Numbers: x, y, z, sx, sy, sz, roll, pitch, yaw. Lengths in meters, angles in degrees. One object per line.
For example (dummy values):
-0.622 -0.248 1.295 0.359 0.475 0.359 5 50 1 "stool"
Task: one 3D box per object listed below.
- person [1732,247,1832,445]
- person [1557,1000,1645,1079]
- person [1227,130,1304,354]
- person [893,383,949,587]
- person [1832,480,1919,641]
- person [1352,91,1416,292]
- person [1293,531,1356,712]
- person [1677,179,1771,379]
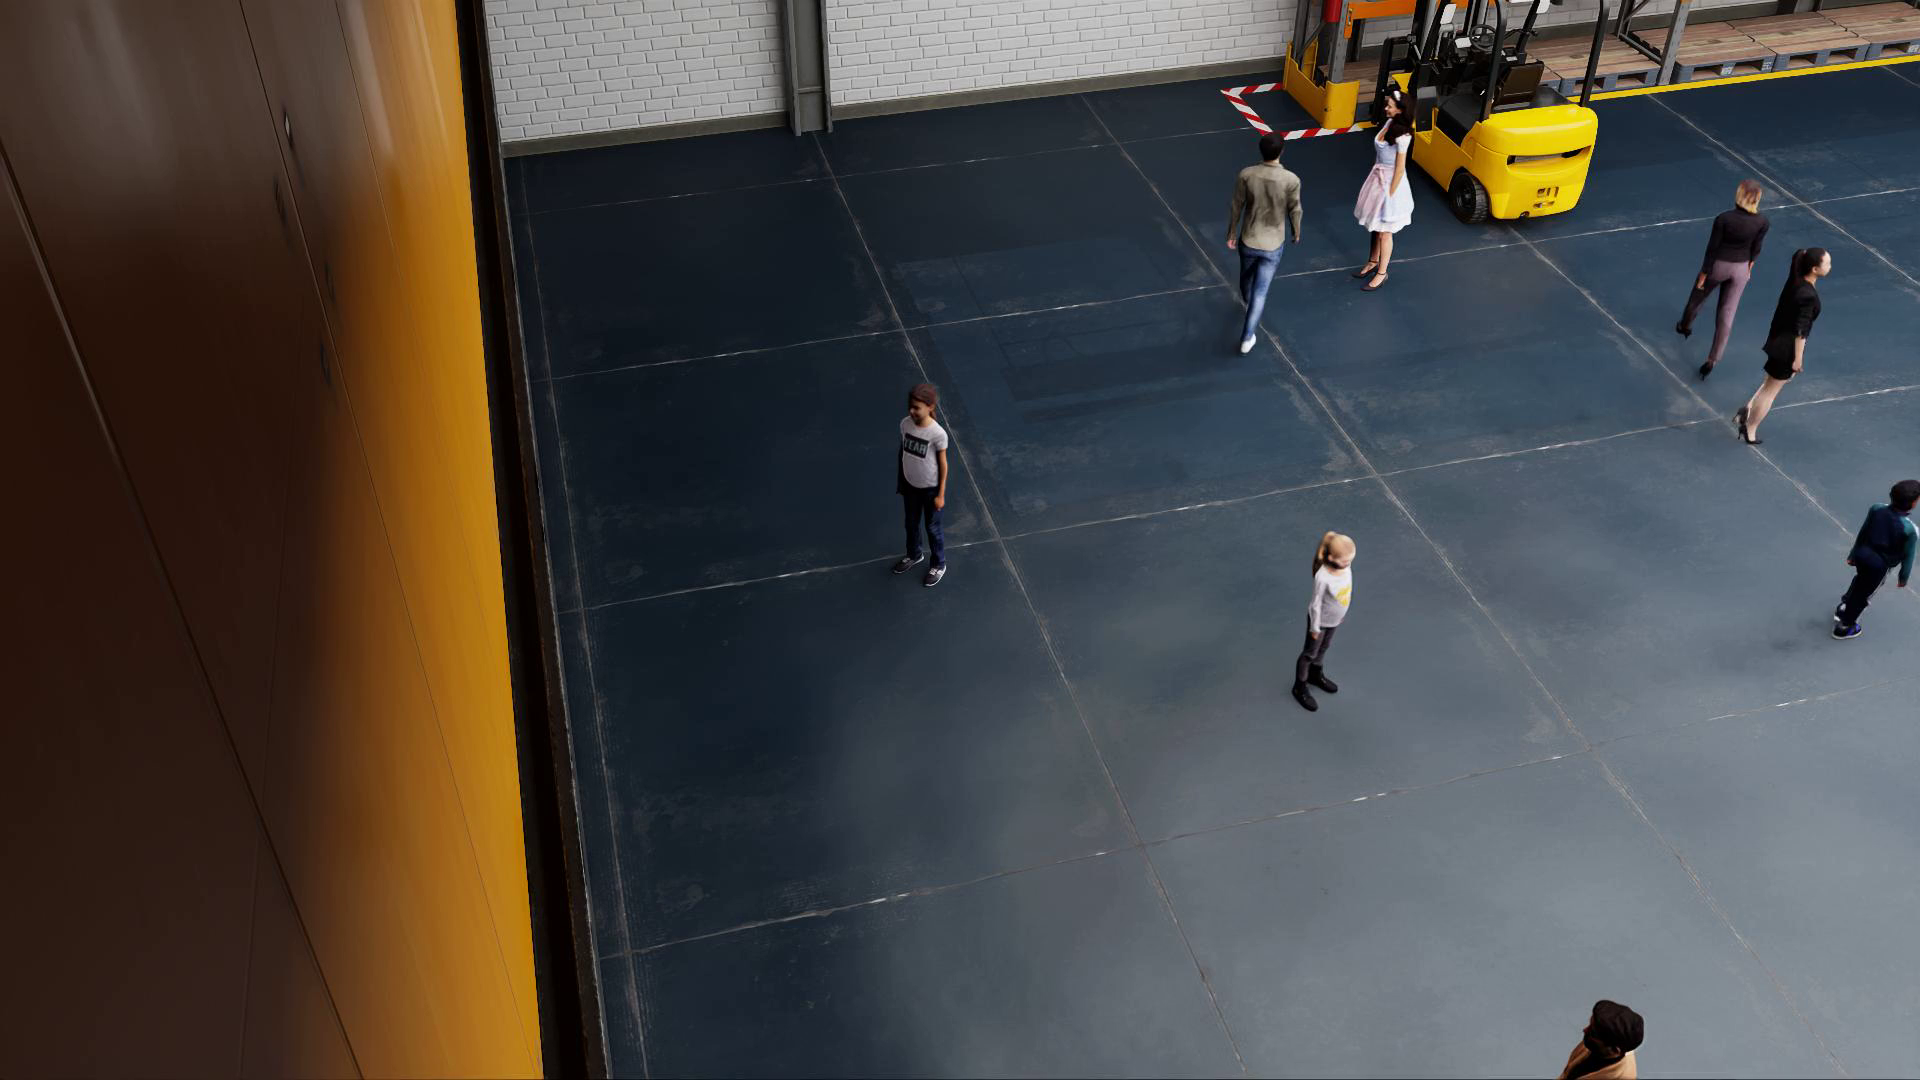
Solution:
6.128 -1.454 12.536 0.726 1.690 0.716 7 39 8 "person"
2.756 2.630 7.393 0.763 1.727 0.746 7 39 9 "person"
2.437 -2.383 13.595 1.193 1.821 1.183 14 41 16 "person"
-0.252 -0.403 11.321 0.626 1.563 0.678 23 44 26 "person"
5.957 0.147 10.887 0.541 1.247 0.528 -13 40 -15 "person"
3.681 -3.016 14.391 0.754 1.816 0.729 -5 39 -6 "person"
2.285 0.476 10.448 0.555 1.279 0.635 -32 48 -34 "person"
6.136 -2.041 13.314 1.016 1.637 0.907 4 39 4 "person"
